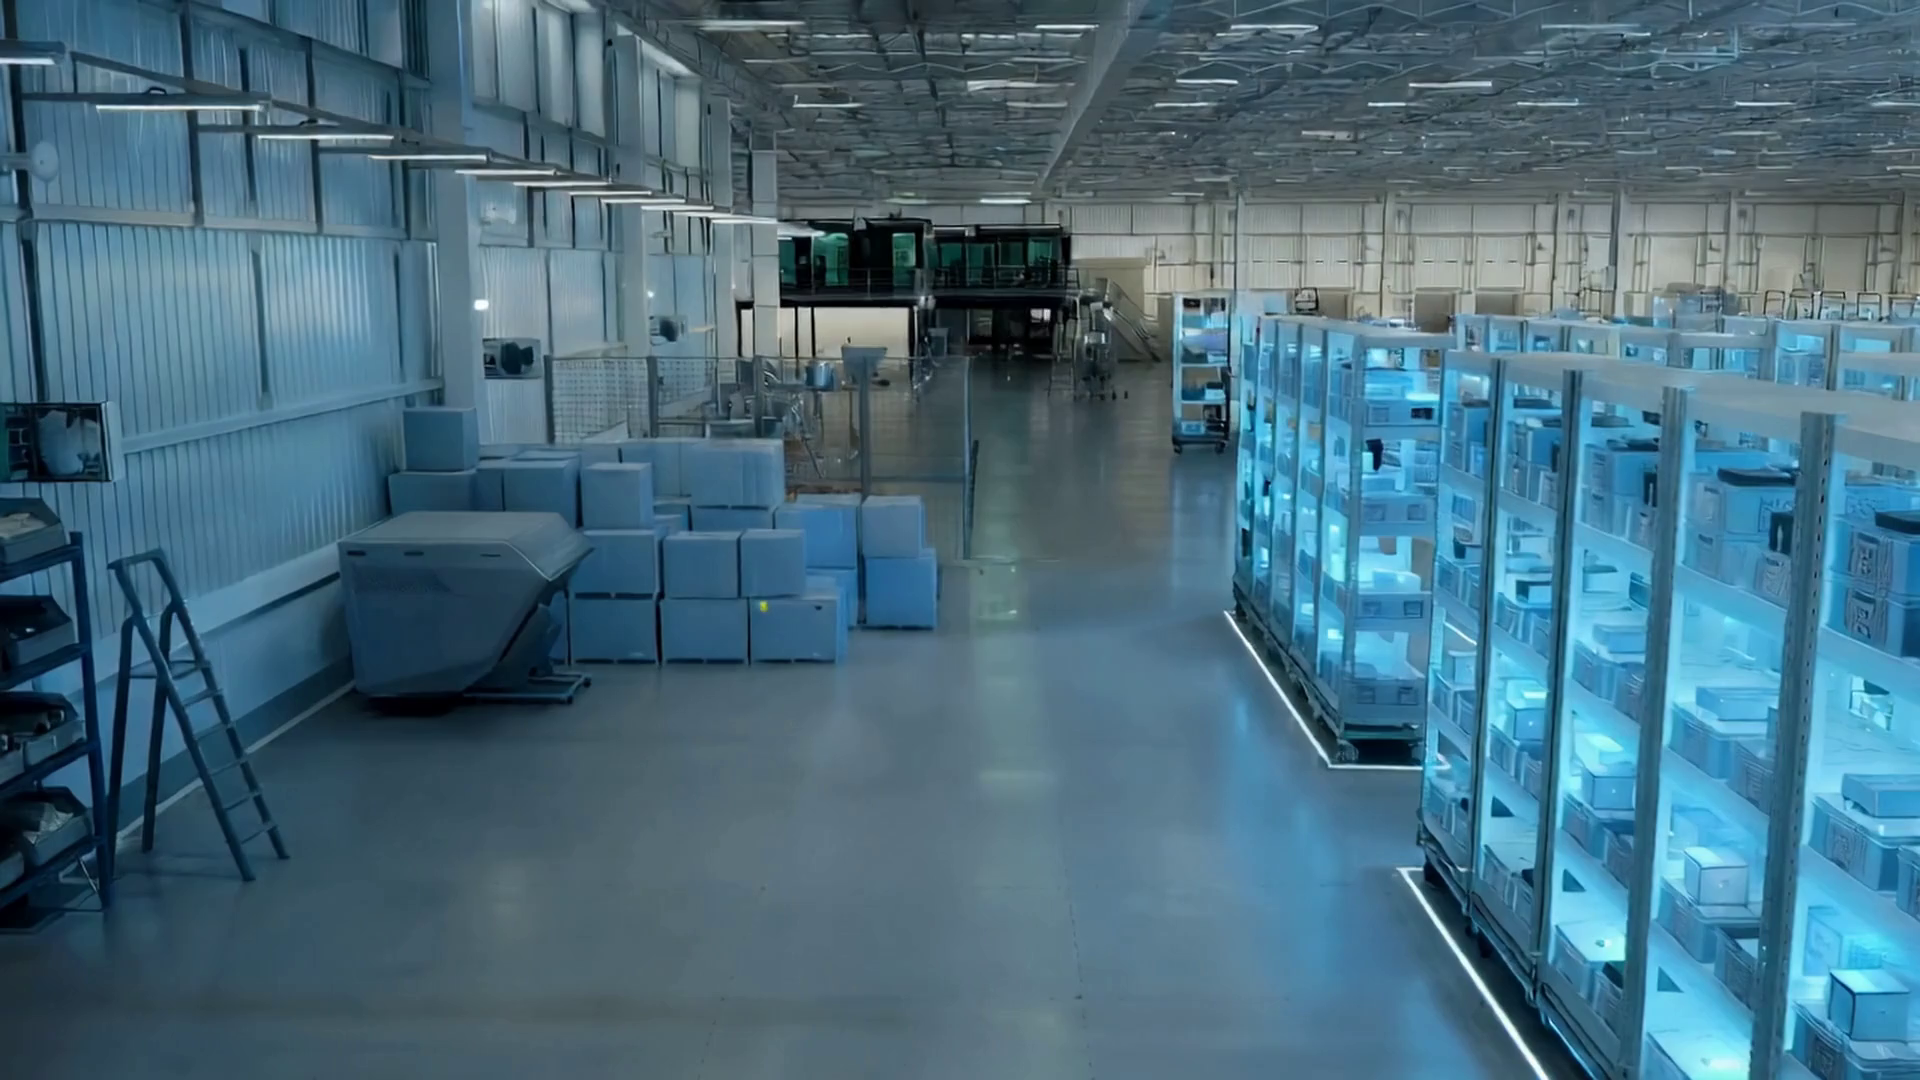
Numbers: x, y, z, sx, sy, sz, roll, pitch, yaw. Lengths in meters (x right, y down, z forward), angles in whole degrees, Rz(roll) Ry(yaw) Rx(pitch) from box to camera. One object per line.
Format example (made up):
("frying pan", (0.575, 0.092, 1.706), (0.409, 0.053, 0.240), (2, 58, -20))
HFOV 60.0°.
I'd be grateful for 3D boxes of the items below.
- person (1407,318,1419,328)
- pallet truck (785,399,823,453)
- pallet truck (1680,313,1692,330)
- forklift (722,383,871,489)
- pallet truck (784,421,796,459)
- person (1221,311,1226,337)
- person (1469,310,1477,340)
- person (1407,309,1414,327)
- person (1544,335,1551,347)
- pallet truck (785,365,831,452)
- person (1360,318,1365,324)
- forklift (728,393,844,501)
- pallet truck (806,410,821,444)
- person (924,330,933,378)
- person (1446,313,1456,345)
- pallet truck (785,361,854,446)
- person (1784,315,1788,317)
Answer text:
("person", (21.455, -9.610, 79.063), (1.004, 1.828, 0.585), (-8, 12, -41))
("pallet truck", (-3.814, -2.432, 36.419), (1.630, 1.274, 0.653), (0, 9, 1))
("pallet truck", (36.315, -10.531, 84.244), (0.823, 1.965, 1.885), (-6, 11, -33))
("forklift", (-2.893, -1.687, 28.729), (2.680, 1.987, 1.157), (0, 9, -1))
("pallet truck", (-4.013, -1.793, 32.705), (1.601, 1.201, 0.680), (0, 9, 1))
("person", (15.251, -12.322, 95.892), (0.625, 1.798, 0.924), (-5, 10, -26))
("person", (29.815, -12.455, 96.700), (0.920, 1.811, 0.612), (-2, 9, -13))
("person", (25.596, -12.170, 94.607), (0.390, 1.919, 0.590), (8, 12, 42))
("person", (23.116, -7.351, 65.118), (0.776, 1.845, 0.515), (3, 10, 20))
("pallet truck", (-3.774, -2.976, 37.635), (1.885, 1.965, 0.823), (1, 9, 5))
("person", (19.098, -9.581, 78.706), (0.748, 1.896, 0.604), (2, 10, 15))
("forklift", (-2.979, -1.316, 26.476), (2.680, 1.987, 1.157), (0, 9, 1))
("pallet truck", (-3.559, -2.018, 33.905), (1.522, 1.261, 0.704), (0, 9, -1))
("person", (-1.209, -7.153, 63.874), (0.345, 1.847, 0.507), (3, 10, 20))
("person", (26.082, -11.159, 88.564), (0.530, 1.856, 0.676), (-7, 12, -39))
("pallet truck", (-3.410, -3.193, 38.978), (1.885, 1.965, 0.823), (0, 9, -1))
("person", (40.401, -10.061, 81.524), (0.355, 1.937, 0.634), (-4, 10, -25))
